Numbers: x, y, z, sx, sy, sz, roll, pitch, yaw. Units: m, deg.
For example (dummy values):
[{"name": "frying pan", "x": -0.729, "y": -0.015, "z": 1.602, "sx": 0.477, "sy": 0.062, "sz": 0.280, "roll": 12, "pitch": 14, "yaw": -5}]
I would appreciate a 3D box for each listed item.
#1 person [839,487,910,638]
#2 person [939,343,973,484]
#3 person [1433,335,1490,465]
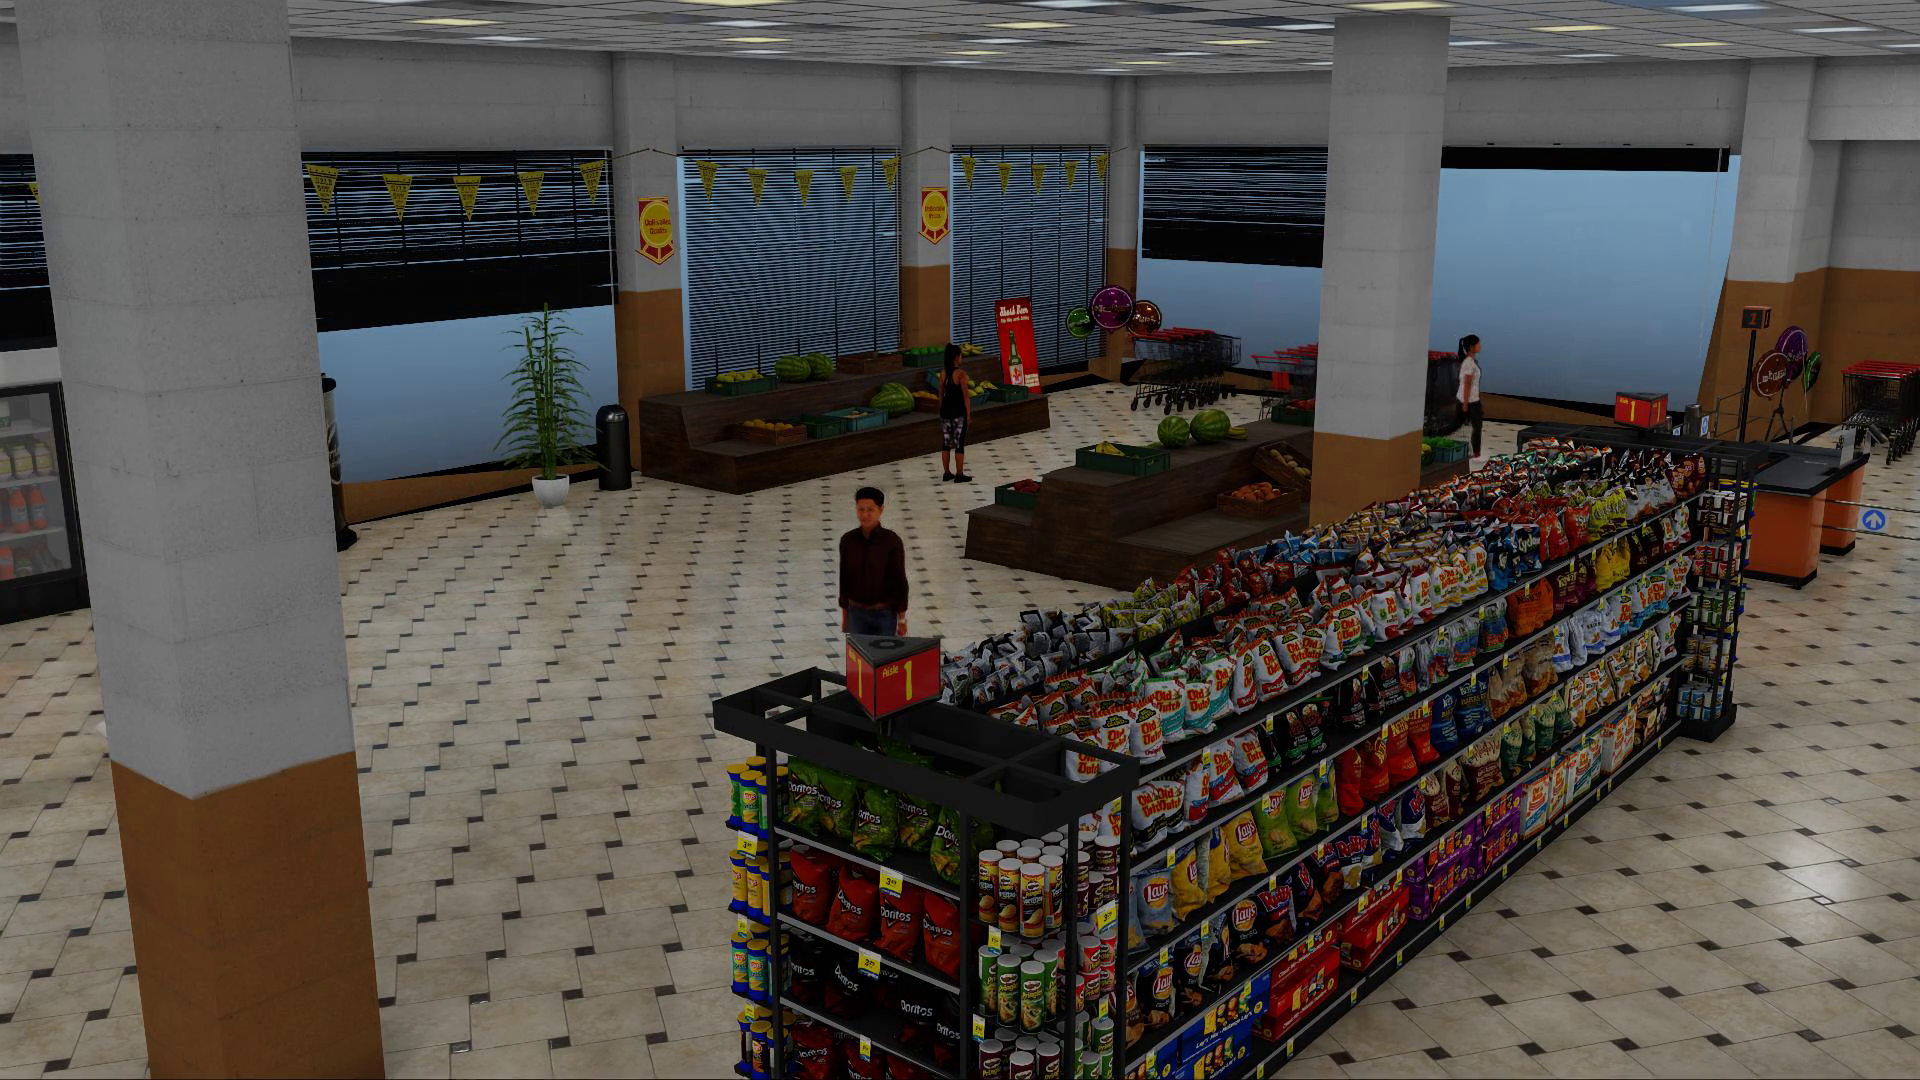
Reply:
[{"name": "person", "x": -0.568, "y": 0.497, "z": 11.339, "sx": 0.955, "sy": 1.761, "sz": 1.144, "roll": 3, "pitch": 14, "yaw": 12}, {"name": "person", "x": -0.074, "y": -1.528, "z": 19.874, "sx": 0.579, "sy": 1.673, "sz": 0.507, "roll": 10, "pitch": 17, "yaw": 36}, {"name": "person", "x": 6.279, "y": -1.748, "z": 20.901, "sx": 1.012, "sy": 1.617, "sz": 1.087, "roll": 2, "pitch": 14, "yaw": 7}]
